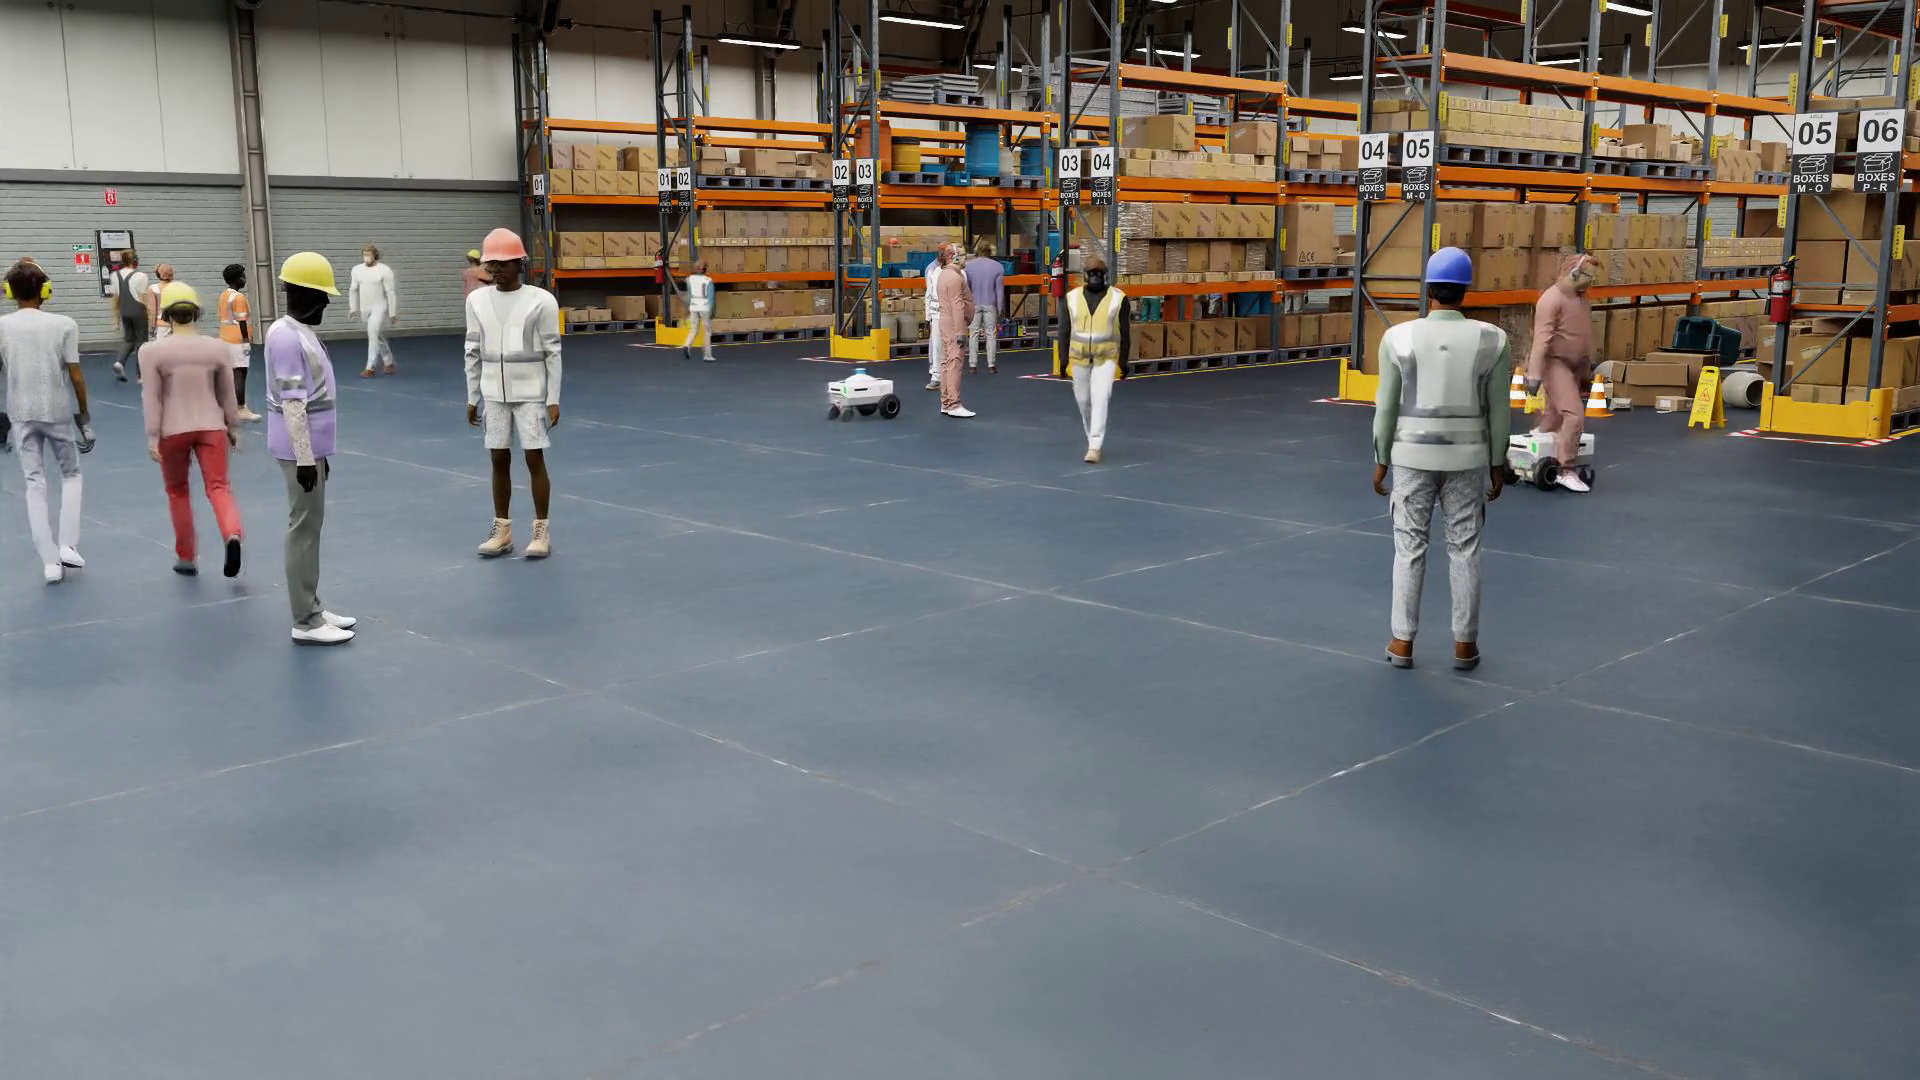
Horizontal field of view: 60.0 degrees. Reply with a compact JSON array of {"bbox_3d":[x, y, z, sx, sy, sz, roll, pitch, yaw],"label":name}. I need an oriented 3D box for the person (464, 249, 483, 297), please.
[{"bbox_3d":[-8.400,-4.168,28.930,0.566,1.755,0.482,9,14,41],"label":"person"}]

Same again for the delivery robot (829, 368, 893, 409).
[{"bbox_3d":[-1.090,-1.648,18.330,0.707,0.478,0.477,-8,13,-39],"label":"delivery robot"}]

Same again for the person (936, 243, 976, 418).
[{"bbox_3d":[-0.040,-2.331,18.495,0.410,1.913,0.643,-3,11,-14],"label":"person"}]

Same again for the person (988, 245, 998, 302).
[{"bbox_3d":[0.618,-4.978,33.209,0.430,1.810,0.617,-6,12,-29],"label":"person"}]

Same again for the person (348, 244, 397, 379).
[{"bbox_3d":[-8.384,-3.302,23.876,0.626,1.899,1.022,3,11,15],"label":"person"}]

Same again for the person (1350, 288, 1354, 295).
[{"bbox_3d":[8.074,-5.076,33.309,0.603,1.967,0.367,-4,11,-22],"label":"person"}]

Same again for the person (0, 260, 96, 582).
[{"bbox_3d":[-5.367,-0.698,9.738,0.562,1.852,0.527,-4,11,-20],"label":"person"}]

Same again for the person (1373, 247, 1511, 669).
[{"bbox_3d":[2.232,-0.379,7.748,0.615,1.945,0.404,2,11,11],"label":"person"}]

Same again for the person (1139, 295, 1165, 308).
[{"bbox_3d":[3.370,-4.205,29.135,0.524,1.759,0.337,10,14,44],"label":"person"}]

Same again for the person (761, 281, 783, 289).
[{"bbox_3d":[-4.021,-5.467,35.285,0.602,2.019,0.633,-7,12,-32],"label":"person"}]

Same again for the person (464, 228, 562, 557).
[{"bbox_3d":[-2.791,-0.903,10.351,0.615,2.038,0.396,2,11,8],"label":"person"}]

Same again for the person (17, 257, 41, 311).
[{"bbox_3d":[-15.477,-3.872,27.651,0.500,1.634,0.286,6,12,29],"label":"person"}]

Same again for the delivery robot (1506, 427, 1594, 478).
[{"bbox_3d":[4.764,-0.747,13.415,0.707,0.478,0.477,-5,12,-27],"label":"delivery robot"}]

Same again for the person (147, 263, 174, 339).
[{"bbox_3d":[-10.303,-2.780,21.672,0.307,1.643,0.514,8,13,37],"label":"person"}]

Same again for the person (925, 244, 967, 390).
[{"bbox_3d":[-0.192,-2.884,21.587,0.573,1.883,0.353,4,11,23],"label":"person"}]

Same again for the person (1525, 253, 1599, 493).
[{"bbox_3d":[4.777,-1.306,13.051,0.759,1.853,0.704,9,14,41],"label":"person"}]

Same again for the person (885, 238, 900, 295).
[{"bbox_3d":[-1.542,-5.986,38.351,0.553,1.935,0.364,10,14,42],"label":"person"}]

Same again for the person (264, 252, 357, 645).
[{"bbox_3d":[-3.224,-0.457,8.257,0.381,1.917,0.586,-3,11,-16],"label":"person"}]

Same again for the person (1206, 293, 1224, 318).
[{"bbox_3d":[4.557,-4.301,29.208,0.540,1.930,0.384,-2,11,-10],"label":"person"}]

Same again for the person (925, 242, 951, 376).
[{"bbox_3d":[-0.220,-3.318,23.894,0.401,1.904,0.649,8,13,35],"label":"person"}]

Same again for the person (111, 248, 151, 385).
[{"bbox_3d":[-11.077,-2.982,22.259,0.517,1.830,0.543,2,11,9],"label":"person"}]

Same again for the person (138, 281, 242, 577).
[{"bbox_3d":[-4.468,-0.636,9.714,0.534,1.740,0.758,-9,13,-39],"label":"person"}]

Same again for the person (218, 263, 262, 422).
[{"bbox_3d":[-7.834,-2.141,18.034,0.318,1.697,0.540,-10,14,-43],"label":"person"}]

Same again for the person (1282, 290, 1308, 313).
[{"bbox_3d":[6.102,-4.498,30.290,0.383,1.917,0.584,-10,15,-44],"label":"person"}]

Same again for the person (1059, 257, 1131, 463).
[{"bbox_3d":[1.218,-1.645,15.022,0.628,1.809,0.914,3,11,16],"label":"person"}]

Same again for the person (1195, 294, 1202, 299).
[{"bbox_3d":[5.285,-5.584,36.481,0.538,1.824,0.981,9,14,41],"label":"person"}]

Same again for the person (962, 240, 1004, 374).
[{"bbox_3d":[0.336,-3.408,24.325,0.621,1.932,0.374,0,10,2],"label":"person"}]

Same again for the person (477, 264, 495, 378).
[{"bbox_3d":[-6.225,-2.833,22.020,0.377,1.621,0.503,-5,12,-27],"label":"person"}]

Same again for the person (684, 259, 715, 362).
[{"bbox_3d":[-4.121,-3.630,26.333,0.530,1.623,0.549,5,11,24],"label":"person"}]
